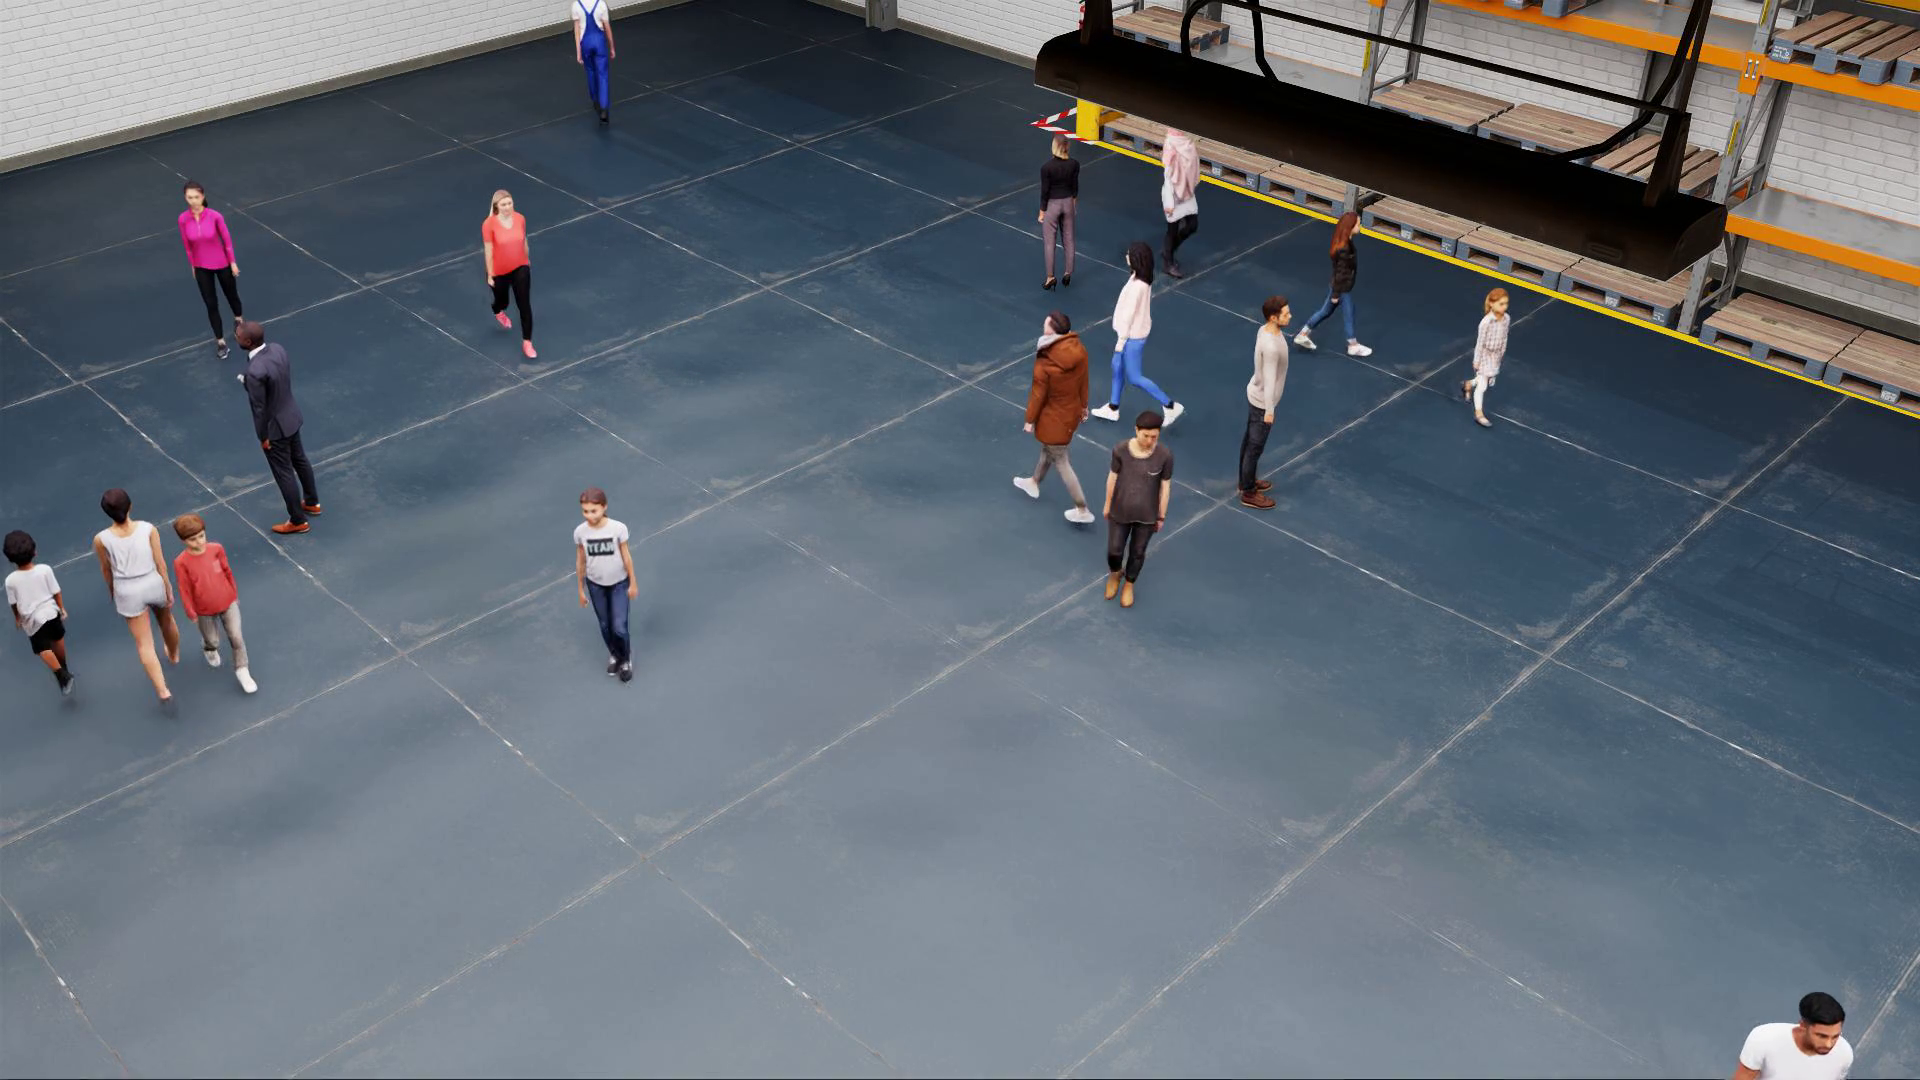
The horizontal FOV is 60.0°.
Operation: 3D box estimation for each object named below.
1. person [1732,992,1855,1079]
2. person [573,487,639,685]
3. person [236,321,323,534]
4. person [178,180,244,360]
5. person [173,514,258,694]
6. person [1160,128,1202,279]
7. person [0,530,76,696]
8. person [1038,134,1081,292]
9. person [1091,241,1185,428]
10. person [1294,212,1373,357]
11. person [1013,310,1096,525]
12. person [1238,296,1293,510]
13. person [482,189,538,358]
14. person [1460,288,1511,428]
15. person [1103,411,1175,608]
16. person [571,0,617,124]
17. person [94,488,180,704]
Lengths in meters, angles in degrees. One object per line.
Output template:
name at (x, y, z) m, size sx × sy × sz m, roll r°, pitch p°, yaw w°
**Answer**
person at (3.863, 2.703, 7.941) m, size 0.933 × 1.717 × 0.978 m, roll 2°, pitch 34°, yaw 3°
person at (-2.484, 0.259, 11.773) m, size 0.689 × 1.545 × 0.750 m, roll 1°, pitch 34°, yaw 1°
person at (-5.445, -0.920, 13.299) m, size 0.817 × 1.819 × 0.785 m, roll 4°, pitch 34°, yaw 6°
person at (-7.189, -2.669, 16.059) m, size 0.893 × 1.677 × 1.058 m, roll -8°, pitch 34°, yaw -12°
person at (-5.266, 0.410, 11.670) m, size 0.547 × 1.407 × 0.803 m, roll -26°, pitch 42°, yaw -34°
person at (2.204, -3.609, 17.369) m, size 0.649 × 1.792 × 0.676 m, roll -26°, pitch 41°, yaw -33°
person at (-6.438, 0.519, 11.647) m, size 0.770 × 1.250 × 0.491 m, roll 28°, pitch 43°, yaw 35°
person at (1.019, -3.368, 17.116) m, size 0.666 × 1.671 × 0.645 m, roll -14°, pitch 36°, yaw -20°
person at (1.612, -1.760, 14.631) m, size 1.180 × 1.744 × 0.974 m, roll 9°, pitch 35°, yaw 13°
person at (3.570, -2.434, 15.910) m, size 1.054 × 1.450 × 0.940 m, roll 4°, pitch 34°, yaw 5°
person at (0.851, -0.937, 13.348) m, size 1.140 × 1.793 × 0.737 m, roll 27°, pitch 42°, yaw 34°
person at (2.477, -1.151, 13.605) m, size 0.779 × 1.866 × 0.739 m, roll 2°, pitch 34°, yaw 4°
person at (-4.362, -2.592, 15.959) m, size 0.748 × 1.658 × 1.105 m, roll -21°, pitch 39°, yaw -28°
person at (4.692, -1.674, 14.902) m, size 0.682 × 1.299 × 0.837 m, roll -14°, pitch 36°, yaw -20°
person at (1.321, -0.286, 12.459) m, size 0.728 × 1.693 × 0.818 m, roll 8°, pitch 34°, yaw 11°
person at (-4.693, -6.266, 21.351) m, size 1.154 × 1.809 × 1.348 m, roll -5°, pitch 34°, yaw -7°
person at (-5.664, 0.404, 11.520) m, size 0.727 × 1.583 × 1.083 m, roll -20°, pitch 38°, yaw -27°
